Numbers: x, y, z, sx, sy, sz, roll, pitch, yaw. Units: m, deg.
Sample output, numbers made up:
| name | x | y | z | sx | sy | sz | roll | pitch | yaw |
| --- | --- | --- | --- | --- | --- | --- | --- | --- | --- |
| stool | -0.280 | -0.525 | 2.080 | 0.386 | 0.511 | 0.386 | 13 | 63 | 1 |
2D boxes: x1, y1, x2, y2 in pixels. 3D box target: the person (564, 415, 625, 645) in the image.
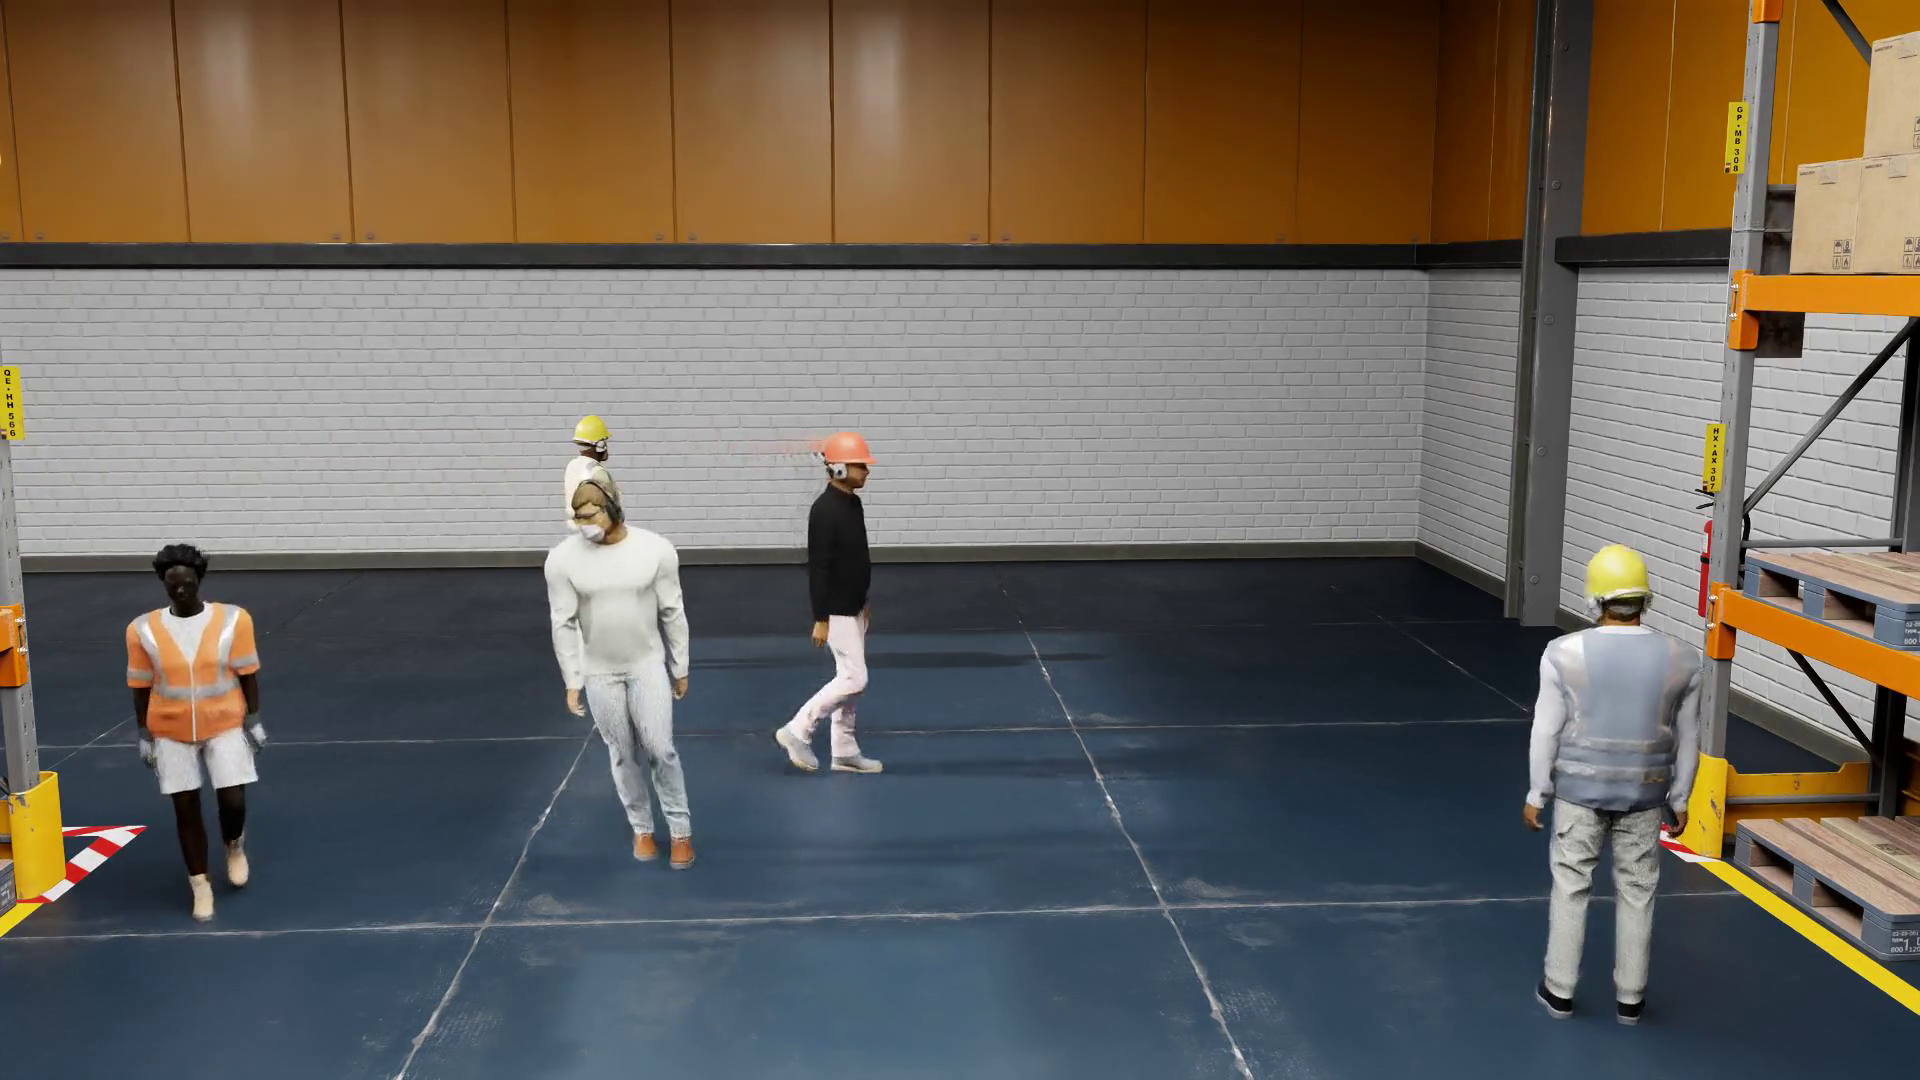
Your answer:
| name | x | y | z | sx | sy | sz | roll | pitch | yaw |
| --- | --- | --- | --- | --- | --- | --- | --- | --- | --- |
| person | -2.613 | 0.020 | 11.976 | 0.403 | 1.835 | 0.591 | -7 | 11 | -36 |

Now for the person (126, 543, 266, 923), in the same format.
| name | x | y | z | sx | sy | sz | roll | pitch | yaw |
| --- | --- | --- | --- | --- | --- | --- | --- | --- | --- |
| person | -3.360 | 0.833 | 7.335 | 0.547 | 1.680 | 0.401 | -3 | 10 | -21 |

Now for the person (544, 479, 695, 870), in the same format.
| name | x | y | z | sx | sy | sz | roll | pitch | yaw |
| --- | --- | --- | --- | --- | --- | --- | --- | --- | --- |
| person | -1.615 | 0.643 | 7.895 | 0.661 | 1.888 | 0.642 | -2 | 9 | -10 |

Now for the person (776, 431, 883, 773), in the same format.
| name | x | y | z | sx | sy | sz | roll | pitch | yaw |
| --- | --- | --- | --- | --- | --- | --- | --- | --- | --- |
| person | -0.694 | 0.370 | 9.346 | 0.501 | 1.980 | 0.620 | 2 | 9 | 10 |

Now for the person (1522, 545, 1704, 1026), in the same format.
| name | x | y | z | sx | sy | sz | roll | pitch | yaw |
| --- | --- | --- | --- | --- | --- | --- | --- | --- | --- |
| person | 2.451 | 0.934 | 6.274 | 0.625 | 1.828 | 0.403 | 2 | 9 | 10 |
